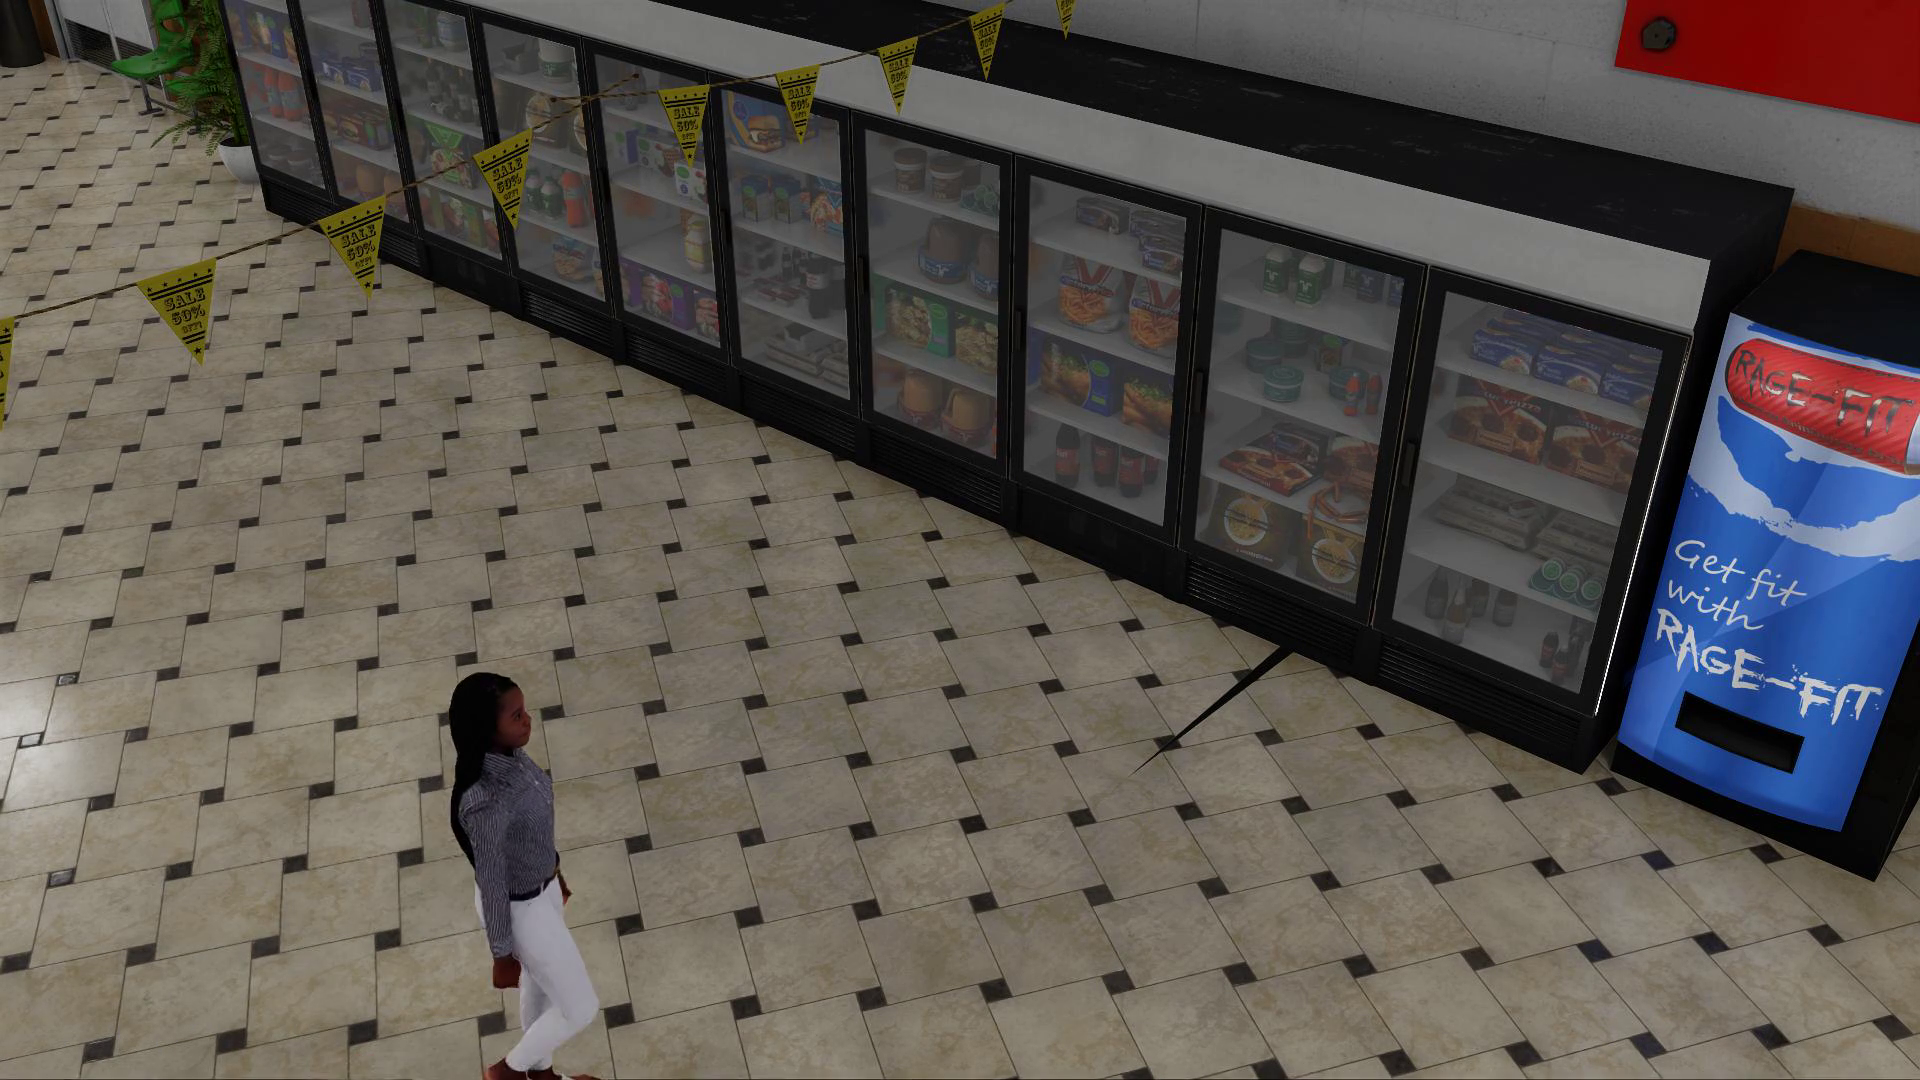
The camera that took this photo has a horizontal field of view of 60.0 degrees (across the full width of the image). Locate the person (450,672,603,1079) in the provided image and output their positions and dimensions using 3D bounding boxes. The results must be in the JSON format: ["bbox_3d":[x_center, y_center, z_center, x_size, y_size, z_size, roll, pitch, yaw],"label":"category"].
[{"bbox_3d":[-1.416,1.135,5.069,0.817,1.715,0.757,-2,32,-3],"label":"person"}]
